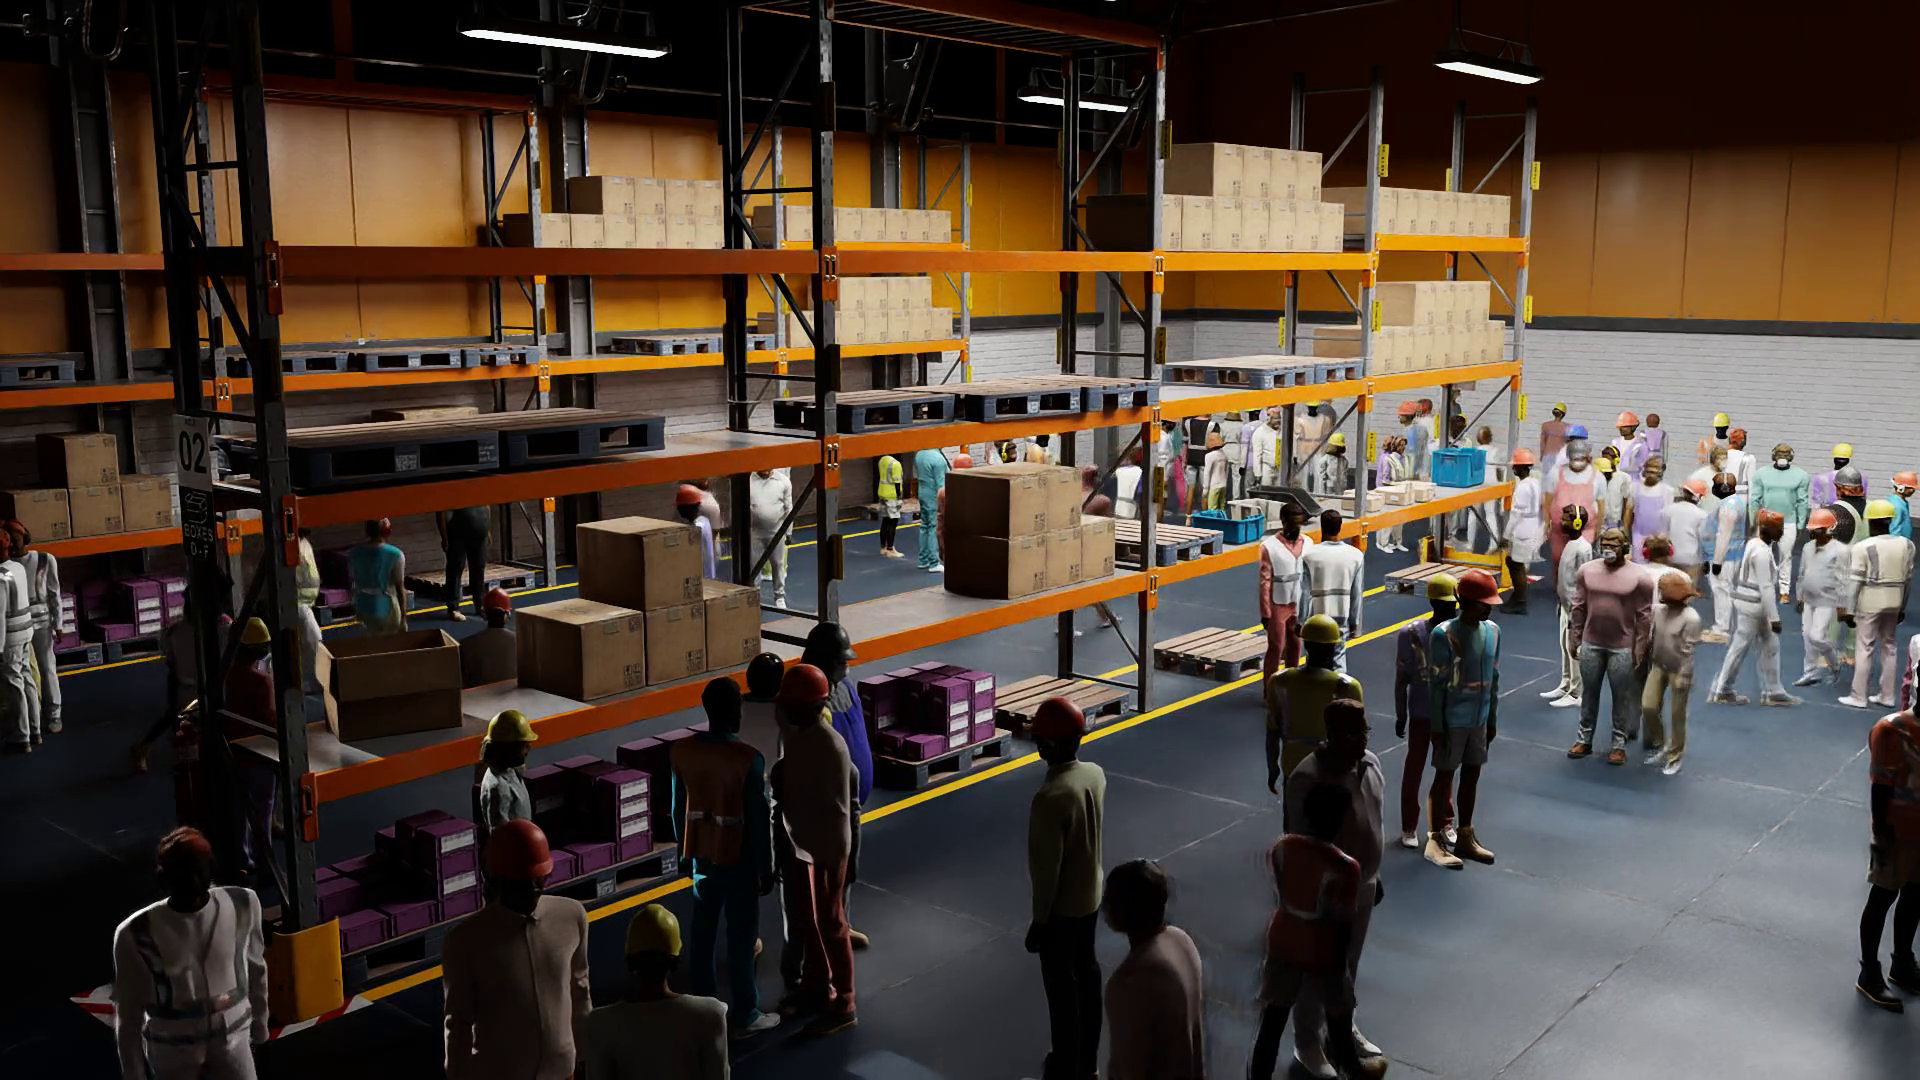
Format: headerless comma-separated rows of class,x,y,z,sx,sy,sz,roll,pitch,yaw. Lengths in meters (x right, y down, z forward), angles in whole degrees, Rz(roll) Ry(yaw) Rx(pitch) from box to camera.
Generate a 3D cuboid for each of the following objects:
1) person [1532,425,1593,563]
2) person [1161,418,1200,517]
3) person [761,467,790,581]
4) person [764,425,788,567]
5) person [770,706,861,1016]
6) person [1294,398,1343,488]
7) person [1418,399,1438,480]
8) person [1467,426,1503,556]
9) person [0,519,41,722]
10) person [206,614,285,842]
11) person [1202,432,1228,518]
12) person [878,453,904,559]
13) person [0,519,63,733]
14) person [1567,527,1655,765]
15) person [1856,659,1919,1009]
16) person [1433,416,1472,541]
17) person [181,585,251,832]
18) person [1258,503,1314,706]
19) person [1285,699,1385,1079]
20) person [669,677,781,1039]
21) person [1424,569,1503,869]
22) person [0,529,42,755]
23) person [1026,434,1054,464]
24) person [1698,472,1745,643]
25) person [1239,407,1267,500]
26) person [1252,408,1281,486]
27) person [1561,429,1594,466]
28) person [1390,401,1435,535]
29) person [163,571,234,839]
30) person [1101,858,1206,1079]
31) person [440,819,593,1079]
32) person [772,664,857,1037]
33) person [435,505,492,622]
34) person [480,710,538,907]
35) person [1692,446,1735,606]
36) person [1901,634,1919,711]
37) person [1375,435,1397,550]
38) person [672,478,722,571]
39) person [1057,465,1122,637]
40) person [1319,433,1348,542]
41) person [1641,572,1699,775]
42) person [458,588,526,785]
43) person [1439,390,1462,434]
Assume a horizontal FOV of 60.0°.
person,8.117,-0.611,22.422,0.971,1.891,0.627,-1,10,-5
person,3.489,-1.347,26.549,0.862,1.961,0.642,0,10,-2
person,-2.423,-0.435,21.218,0.366,1.926,0.594,8,13,41
person,-2.532,-0.568,22.098,0.399,1.902,0.642,-4,10,-24
person,-0.776,1.718,8.951,0.486,1.738,0.321,0,10,1
person,6.225,-1.735,28.645,0.717,2.000,0.685,-1,10,-4
person,7.656,-1.391,27.213,0.383,1.838,0.562,8,12,39
person,7.278,-0.677,23.023,0.515,1.809,0.892,0,10,-1
person,-8.397,0.706,14.697,0.567,1.838,0.388,-2,10,-10
person,-4.946,1.329,11.426,0.358,1.675,0.735,9,13,43
person,3.671,-0.731,23.904,0.289,1.624,0.495,9,13,43
person,-0.948,-0.584,22.829,0.319,1.686,0.538,-5,11,-28
person,-8.050,0.748,14.321,0.584,1.879,0.369,-3,10,-18
person,5.270,0.850,13.515,0.630,1.940,0.372,8,12,38
person,5.233,1.577,9.116,0.600,1.958,0.387,-4,10,-20
person,6.968,-0.820,23.598,0.609,1.907,0.409,-4,10,-21
person,-5.293,1.189,11.785,0.429,1.839,0.634,-9,13,-44
person,2.953,0.597,15.132,0.601,1.906,0.386,-5,11,-30
person,1.919,1.728,8.370,0.651,1.907,0.409,-8,12,-39
person,-1.244,1.663,8.720,0.587,1.920,0.391,5,11,27
person,3.409,1.196,11.176,0.606,2.035,0.405,-5,11,-28
person,-7.888,0.832,13.803,0.339,1.882,0.578,-2,10,-12
person,1.071,-0.656,22.550,0.383,1.924,0.589,0,10,-3
person,8.152,0.183,17.808,0.429,1.838,0.625,5,11,28
person,4.578,-1.216,25.937,0.591,1.913,0.394,-7,12,-38
person,4.663,-1.033,24.897,0.652,1.897,0.399,-6,11,-33
person,9.218,-0.896,24.869,0.515,1.624,0.431,-2,10,-12
person,6.702,-1.062,24.690,0.850,2.023,0.617,3,10,16
person,-5.213,1.169,11.602,0.618,1.933,0.425,3,10,17
person,0.800,2.112,6.054,0.680,1.917,0.643,4,10,24
person,-1.659,2.023,6.342,0.612,1.995,0.376,-9,13,-43
person,-0.786,1.618,8.805,0.409,1.984,0.613,-5,11,-30
person,-5.595,-0.101,18.885,0.535,2.000,0.684,8,12,40
person,-2.367,1.742,8.801,0.323,1.737,0.486,-1,10,-9
person,9.009,-0.181,19.825,0.645,1.890,0.923,-5,11,-26
person,6.784,1.248,11.498,0.404,1.824,0.586,-6,11,-32
person,6.039,-0.670,23.512,0.323,1.631,0.525,1,10,3
person,-2.718,0.148,17.401,0.701,2.000,0.699,-7,12,-36
person,1.416,0.114,18.198,1.024,1.853,0.647,-6,11,-34
person,5.109,-0.594,22.723,0.486,1.744,0.298,-5,11,-28
person,5.619,1.063,13.209,0.375,1.618,0.483,-6,11,-31
person,-3.316,1.207,11.965,0.568,1.743,0.351,-2,10,-10
person,8.500,-1.716,28.878,0.367,1.932,0.623,8,12,39
